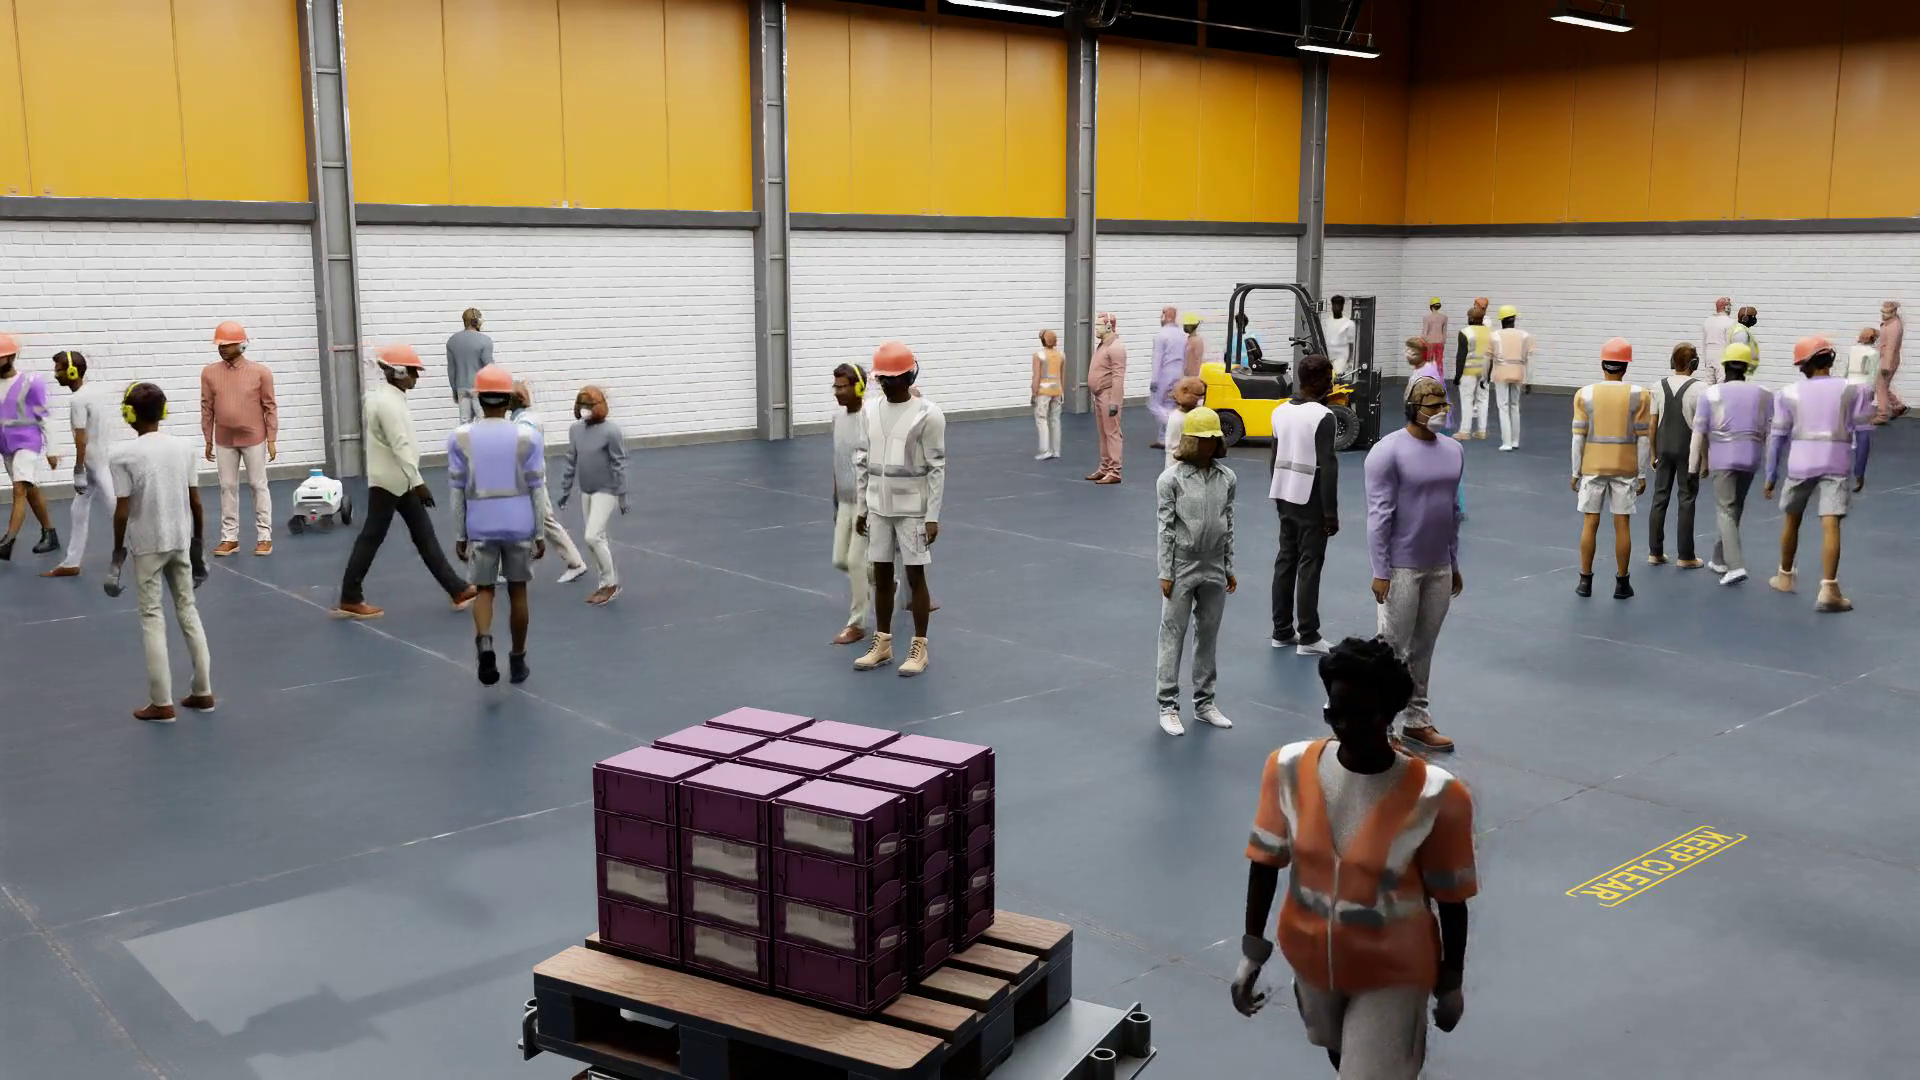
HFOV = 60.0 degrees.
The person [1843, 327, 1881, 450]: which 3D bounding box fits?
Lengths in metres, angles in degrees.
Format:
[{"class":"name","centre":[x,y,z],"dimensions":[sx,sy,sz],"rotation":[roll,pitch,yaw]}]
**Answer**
[{"class":"person","centre":[11.619,-1.959,21.619],"dimensions":[0.555,1.619,0.542],"rotation":[-2,10,-13]}]

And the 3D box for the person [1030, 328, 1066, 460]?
[{"class":"person","centre":[1.105,-1.819,20.770],"dimensions":[0.524,1.641,0.307],"rotation":[-7,12,-36]}]

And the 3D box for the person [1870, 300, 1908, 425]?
[{"class":"person","centre":[13.856,-2.634,24.838],"dimensions":[0.489,1.880,0.656],"rotation":[5,11,27]}]

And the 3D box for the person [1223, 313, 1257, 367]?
[{"class":"person","centre":[4.285,-2.629,25.360],"dimensions":[0.544,1.678,0.603],"rotation":[5,11,26]}]

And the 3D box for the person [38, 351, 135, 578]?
[{"class":"person","centre":[-6.780,-0.586,13.125],"dimensions":[0.971,1.820,0.550],"rotation":[-4,10,-20]}]

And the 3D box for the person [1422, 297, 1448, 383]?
[{"class":"person","centre":[8.940,-3.700,31.405],"dimensions":[0.525,1.769,0.313],"rotation":[-3,10,-18]}]

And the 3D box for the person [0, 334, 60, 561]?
[{"class":"person","centre":[-7.927,-0.765,13.870],"dimensions":[0.548,1.874,1.038],"rotation":[2,10,10]}]

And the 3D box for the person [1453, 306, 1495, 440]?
[{"class":"person","centre":[7.106,-2.308,23.037],"dimensions":[0.631,1.840,0.429],"rotation":[-4,11,-23]}]

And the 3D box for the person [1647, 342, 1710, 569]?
[{"class":"person","centre":[5.843,-0.683,13.511],"dimensions":[0.345,1.847,0.508],"rotation":[-9,13,-41]}]

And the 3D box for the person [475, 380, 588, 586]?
[{"class":"person","centre":[-3.305,-0.438,12.815],"dimensions":[0.846,1.599,0.517],"rotation":[-5,11,-27]}]

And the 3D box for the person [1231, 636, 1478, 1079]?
[{"class":"person","centre":[0.950,1.033,4.039],"dimensions":[0.533,1.640,0.923],"rotation":[8,12,38]}]

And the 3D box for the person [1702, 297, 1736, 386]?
[{"class":"person","centre":[11.628,-2.749,25.416],"dimensions":[0.407,1.912,0.641],"rotation":[-3,10,-17]}]

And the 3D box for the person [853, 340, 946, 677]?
[{"class":"person","centre":[-0.386,-0.189,10.067],"dimensions":[0.605,2.035,0.384],"rotation":[6,11,30]}]

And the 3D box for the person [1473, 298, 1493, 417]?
[{"class":"person","centre":[8.203,-2.872,26.212],"dimensions":[0.337,1.882,0.584],"rotation":[0,10,3]}]

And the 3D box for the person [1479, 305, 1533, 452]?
[{"class":"person","centre":[7.117,-2.109,21.689],"dimensions":[0.605,1.893,0.651],"rotation":[0,10,-1]}]

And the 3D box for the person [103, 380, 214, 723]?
[{"class":"person","centre":[-4.373,0.069,9.070],"dimensions":[0.317,1.859,0.549],"rotation":[7,12,34]}]

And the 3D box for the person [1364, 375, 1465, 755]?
[{"class":"person","centre":[2.314,0.137,8.436],"dimensions":[0.631,1.940,0.372],"rotation":[-6,12,-33]}]

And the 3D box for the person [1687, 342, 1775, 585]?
[{"class":"person","centre":[6.046,-0.608,12.995],"dimensions":[0.622,1.880,0.946],"rotation":[1,10,4]}]

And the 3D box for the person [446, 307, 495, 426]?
[{"class":"person","centre":[-5.702,-1.750,19.494],"dimensions":[0.628,1.936,0.377],"rotation":[4,10,21]}]

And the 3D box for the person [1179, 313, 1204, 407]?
[{"class":"person","centre":[3.339,-2.344,23.538],"dimensions":[0.718,1.745,0.529],"rotation":[-3,10,-19]}]

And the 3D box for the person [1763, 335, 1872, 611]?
[{"class":"person","centre":[6.258,-0.501,12.159],"dimensions":[0.665,1.969,0.949],"rotation":[5,11,29]}]

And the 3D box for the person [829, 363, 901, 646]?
[{"class":"person","centre":[-0.634,-0.252,10.976],"dimensions":[0.538,1.848,0.637],"rotation":[9,13,43]}]

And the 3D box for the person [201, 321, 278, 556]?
[{"class":"person","centre":[-6.093,-0.851,14.064],"dimensions":[0.614,1.990,0.392],"rotation":[0,10,-3]}]

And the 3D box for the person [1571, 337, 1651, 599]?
[{"class":"person","centre":[4.813,-0.530,12.337],"dimensions":[0.543,1.940,0.361],"rotation":[4,11,24]}]

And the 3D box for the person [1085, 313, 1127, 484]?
[{"class":"person","centre":[1.624,-1.579,18.572],"dimensions":[0.402,1.910,0.638],"rotation":[-2,10,-11]}]

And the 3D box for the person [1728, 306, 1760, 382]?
[{"class":"person","centre":[10.869,-2.324,23.127],"dimensions":[0.428,1.842,0.631],"rotation":[4,10,21]}]

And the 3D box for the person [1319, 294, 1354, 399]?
[{"class":"person","centre":[5.978,-2.909,26.262],"dimensions":[0.815,1.944,0.615],"rotation":[-9,13,-42]}]

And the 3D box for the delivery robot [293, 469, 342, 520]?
[{"class":"delivery robot","centre":[-5.953,-0.412,15.424],"dimensions":[0.477,0.478,0.707],"rotation":[-2,10,-12]}]

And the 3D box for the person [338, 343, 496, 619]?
[{"class":"person","centre":[-3.884,-0.405,11.652],"dimensions":[1.078,1.920,0.623],"rotation":[-1,10,-8]}]

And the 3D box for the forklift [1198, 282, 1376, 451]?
[{"class":"forklift","centre":[4.328,-2.346,22.227],"dimensions":[2.313,2.155,1.214],"rotation":[3,10,16]}]

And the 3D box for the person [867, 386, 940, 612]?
[{"class":"person","centre":[-0.470,-0.288,11.833],"dimensions":[0.513,1.620,0.543],"rotation":[-4,11,-24]}]

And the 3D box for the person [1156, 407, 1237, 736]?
[{"class":"person","centre":[1.270,0.161,8.865],"dimensions":[0.487,1.744,0.294],"rotation":[-5,11,-27]}]

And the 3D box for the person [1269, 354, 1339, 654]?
[{"class":"person","centre":[2.197,-0.226,10.637],"dimensions":[0.390,1.914,0.587],"rotation":[-5,11,-26]}]

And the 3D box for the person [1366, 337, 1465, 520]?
[{"class":"person","centre":[4.400,-1.051,15.879],"dimensions":[0.957,1.772,0.642],"rotation":[0,10,2]}]

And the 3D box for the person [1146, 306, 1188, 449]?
[{"class":"person","centre":[2.710,-2.122,21.798],"dimensions":[0.455,1.886,0.664],"rotation":[9,13,42]}]

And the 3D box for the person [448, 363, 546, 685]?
[{"class":"person","centre":[-2.697,-0.065,9.713],"dimensions":[0.546,1.919,0.629],"rotation":[-2,10,-10]}]

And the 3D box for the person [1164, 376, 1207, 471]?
[{"class":"person","centre":[1.720,-0.483,13.033],"dimensions":[0.459,1.609,0.699],"rotation":[5,11,27]}]

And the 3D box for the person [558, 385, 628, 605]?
[{"class":"person","centre":[-2.649,-0.318,12.039],"dimensions":[0.519,1.617,0.448],"rotation":[8,12,39]}]
